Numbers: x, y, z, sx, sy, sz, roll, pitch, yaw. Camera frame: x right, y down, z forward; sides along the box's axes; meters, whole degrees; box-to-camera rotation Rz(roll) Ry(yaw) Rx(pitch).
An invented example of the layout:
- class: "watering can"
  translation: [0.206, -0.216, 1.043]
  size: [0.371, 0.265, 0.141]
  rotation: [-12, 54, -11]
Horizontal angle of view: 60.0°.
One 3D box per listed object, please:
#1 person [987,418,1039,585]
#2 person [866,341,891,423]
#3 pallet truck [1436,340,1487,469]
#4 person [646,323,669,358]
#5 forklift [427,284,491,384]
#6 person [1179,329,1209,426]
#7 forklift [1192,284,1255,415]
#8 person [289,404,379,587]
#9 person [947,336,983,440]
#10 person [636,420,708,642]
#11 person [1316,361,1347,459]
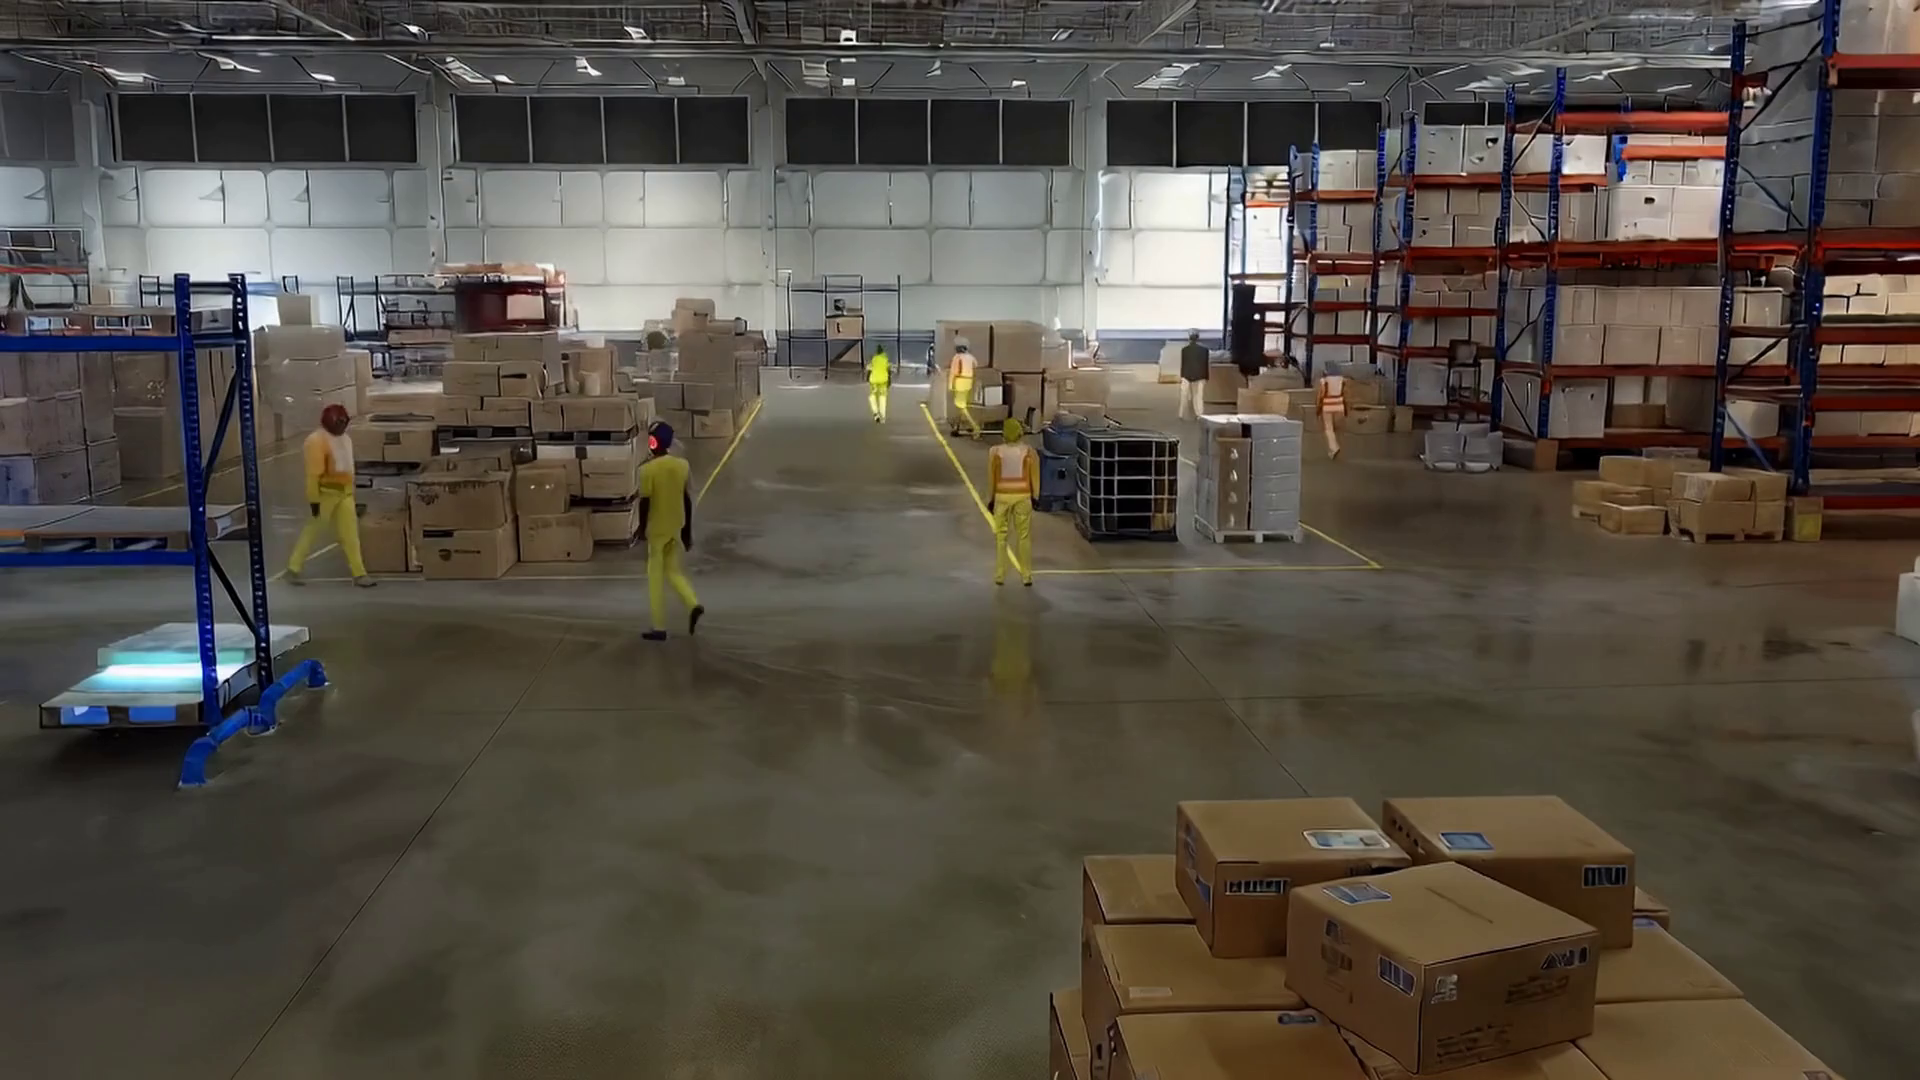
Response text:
- class: "person"
  translation: [0.517, -0.366, 16.212]
  size: [0.511, 1.641, 0.308]
  rotation: [1, 9, 4]
- class: "person"
  translation: [-1.666, -3.241, 34.127]
  size: [0.553, 1.683, 0.372]
  rotation: [-4, 10, -23]
- class: "pallet truck"
  translation: [8.004, -2.170, 26.422]
  size: [0.823, 1.965, 1.885]
  rotation: [2, 9, 14]
- class: "person"
  translation: [-7.429, -4.383, 40.720]
  size: [0.661, 1.873, 1.009]
  rotation: [3, 10, 20]
- class: "forklift"
  translation: [-10.652, -4.210, 36.466]
  size: [1.873, 2.768, 1.129]
  rotation: [3, 9, 16]
- class: "person"
  translation: [4.719, -3.290, 33.616]
  size: [0.649, 1.937, 1.042]
  rotation: [-2, 9, -12]
- class: "forklift"
  translation: [5.999, -4.068, 35.573]
  size: [1.873, 2.768, 1.129]
  rotation: [-1, 9, -4]
- class: "person"
  translation: [-6.155, -0.431, 16.162]
  size: [0.948, 1.797, 0.656]
  rotation: [4, 10, 23]
- class: "person"
  translation: [0.106, -2.785, 30.591]
  size: [0.908, 1.914, 0.549]
  rotation: [8, 12, 40]
- class: "person"
  translation: [-2.392, -0.053, 13.590]
  size: [0.619, 1.851, 0.529]
  rotation: [8, 12, 41]
- class: "person"
  translation: [6.137, -2.121, 27.330]
  size: [0.525, 1.617, 0.708]
  rotation: [-2, 9, -12]
